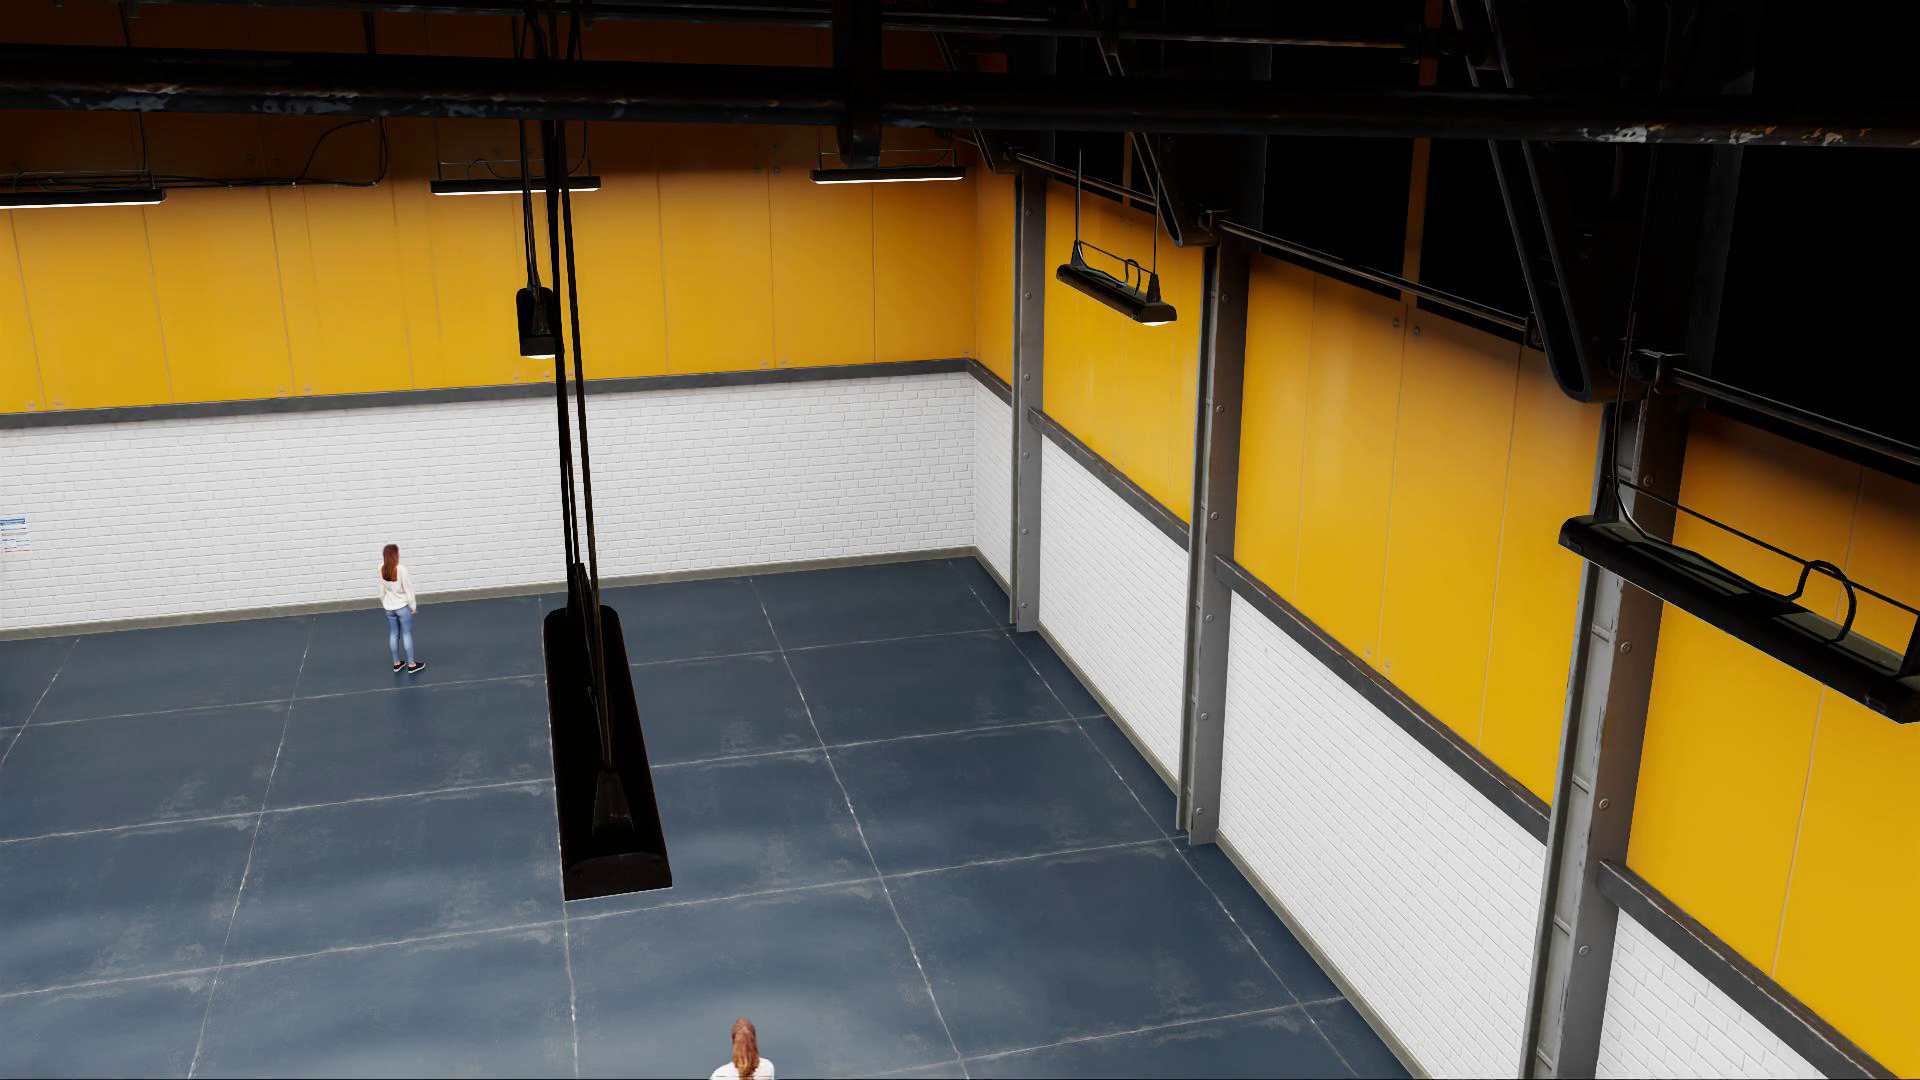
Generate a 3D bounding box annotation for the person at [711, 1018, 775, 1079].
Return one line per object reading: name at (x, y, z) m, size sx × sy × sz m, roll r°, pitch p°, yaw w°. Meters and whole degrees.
person at (-1.448, 4.068, 11.240) m, size 0.789 × 1.687 × 1.167 m, roll -9°, pitch 21°, yaw -26°

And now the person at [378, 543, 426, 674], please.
person at (-7.025, 0.841, 20.816) m, size 0.703 × 1.691 × 0.723 m, roll 6°, pitch 20°, yaw 17°
